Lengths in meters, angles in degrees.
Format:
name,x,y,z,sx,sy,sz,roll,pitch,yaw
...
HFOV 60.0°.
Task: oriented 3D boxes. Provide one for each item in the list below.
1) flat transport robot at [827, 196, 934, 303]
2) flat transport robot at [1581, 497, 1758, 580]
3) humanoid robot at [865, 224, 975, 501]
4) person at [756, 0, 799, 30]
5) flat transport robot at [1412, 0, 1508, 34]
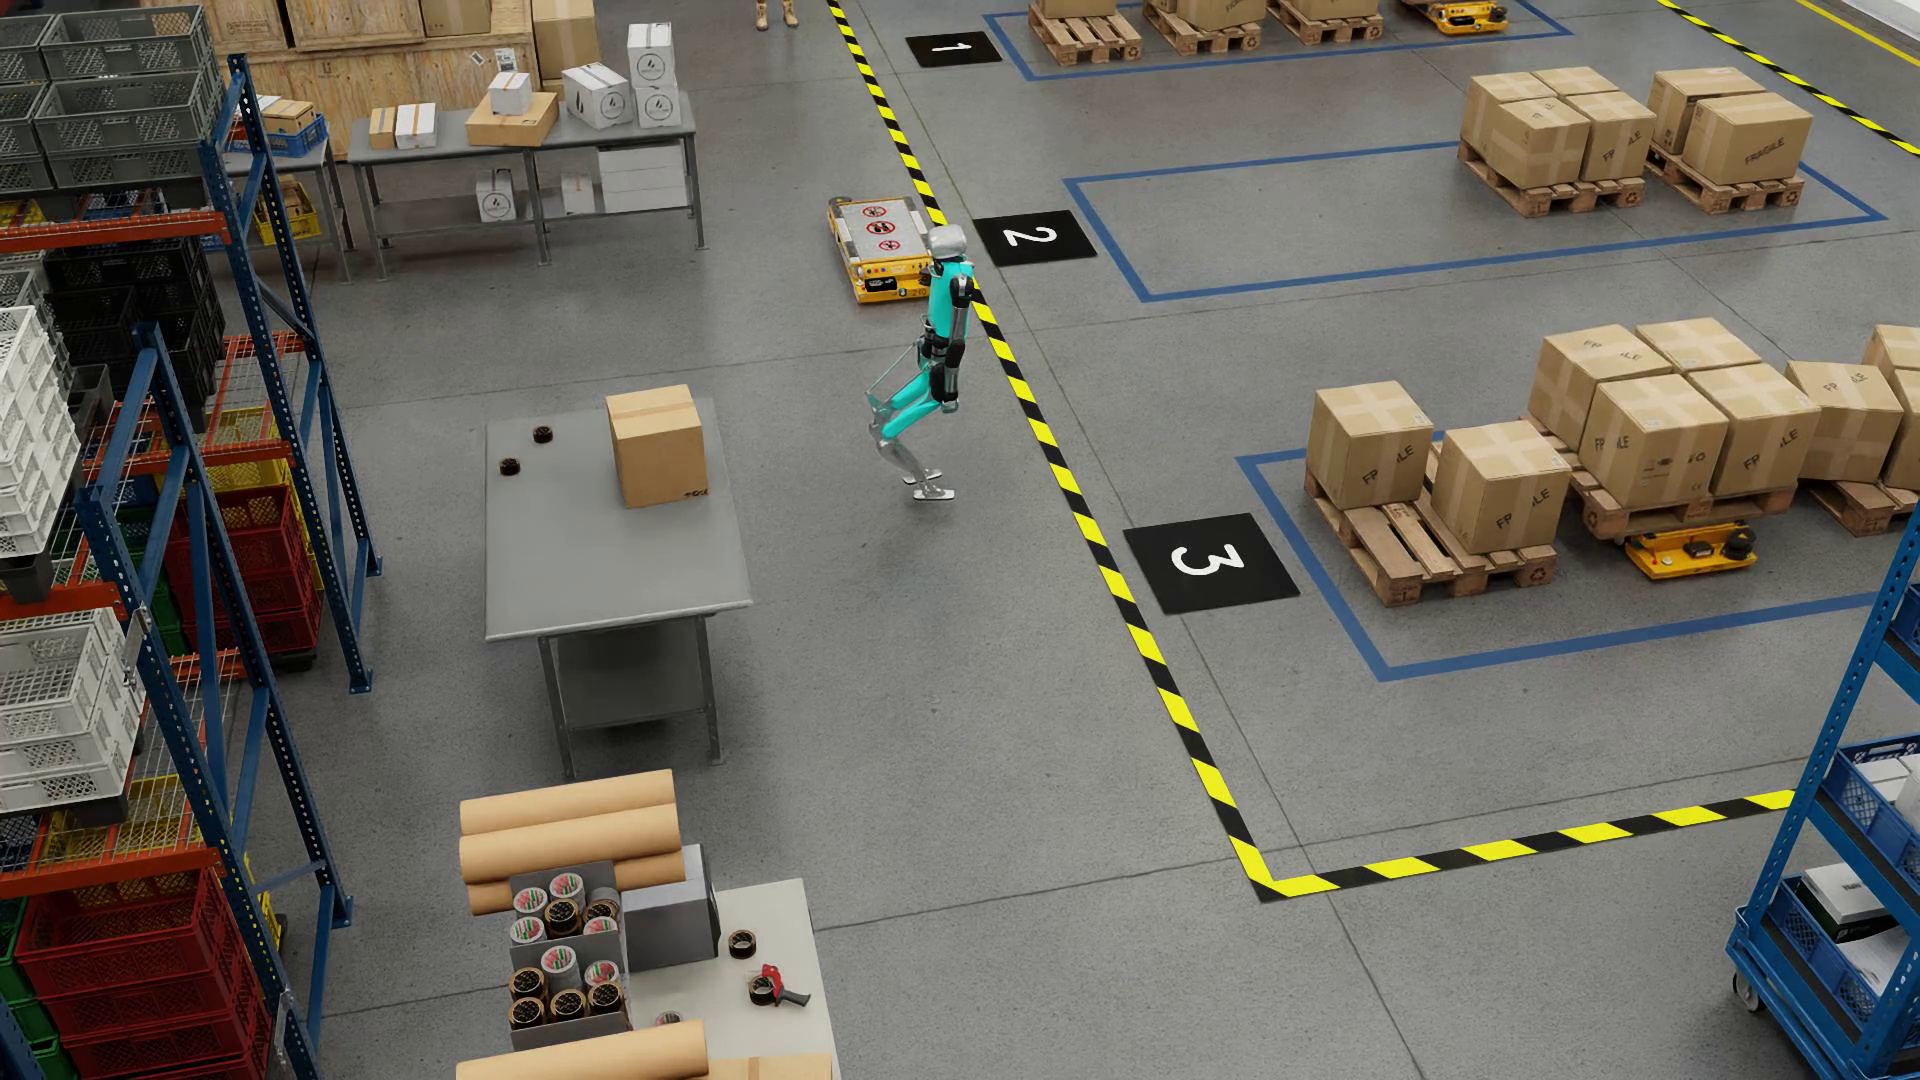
name,x,y,z,sx,sy,sz,roll,pitch,yaw
flat transport robot,-0.570,-2.220,12.538,0.659,0.231,1.431,-8,37,-10
flat transport robot,4.061,-0.296,9.928,0.652,0.197,1.431,-8,37,-10
humanoid robot,-0.281,-0.980,9.528,0.735,1.677,0.533,-8,37,-11
person,-1.826,-5.985,16.113,0.615,2.041,0.377,-9,38,-12
flat transport robot,4.953,-5.512,16.939,0.652,0.197,1.431,-8,37,-10
